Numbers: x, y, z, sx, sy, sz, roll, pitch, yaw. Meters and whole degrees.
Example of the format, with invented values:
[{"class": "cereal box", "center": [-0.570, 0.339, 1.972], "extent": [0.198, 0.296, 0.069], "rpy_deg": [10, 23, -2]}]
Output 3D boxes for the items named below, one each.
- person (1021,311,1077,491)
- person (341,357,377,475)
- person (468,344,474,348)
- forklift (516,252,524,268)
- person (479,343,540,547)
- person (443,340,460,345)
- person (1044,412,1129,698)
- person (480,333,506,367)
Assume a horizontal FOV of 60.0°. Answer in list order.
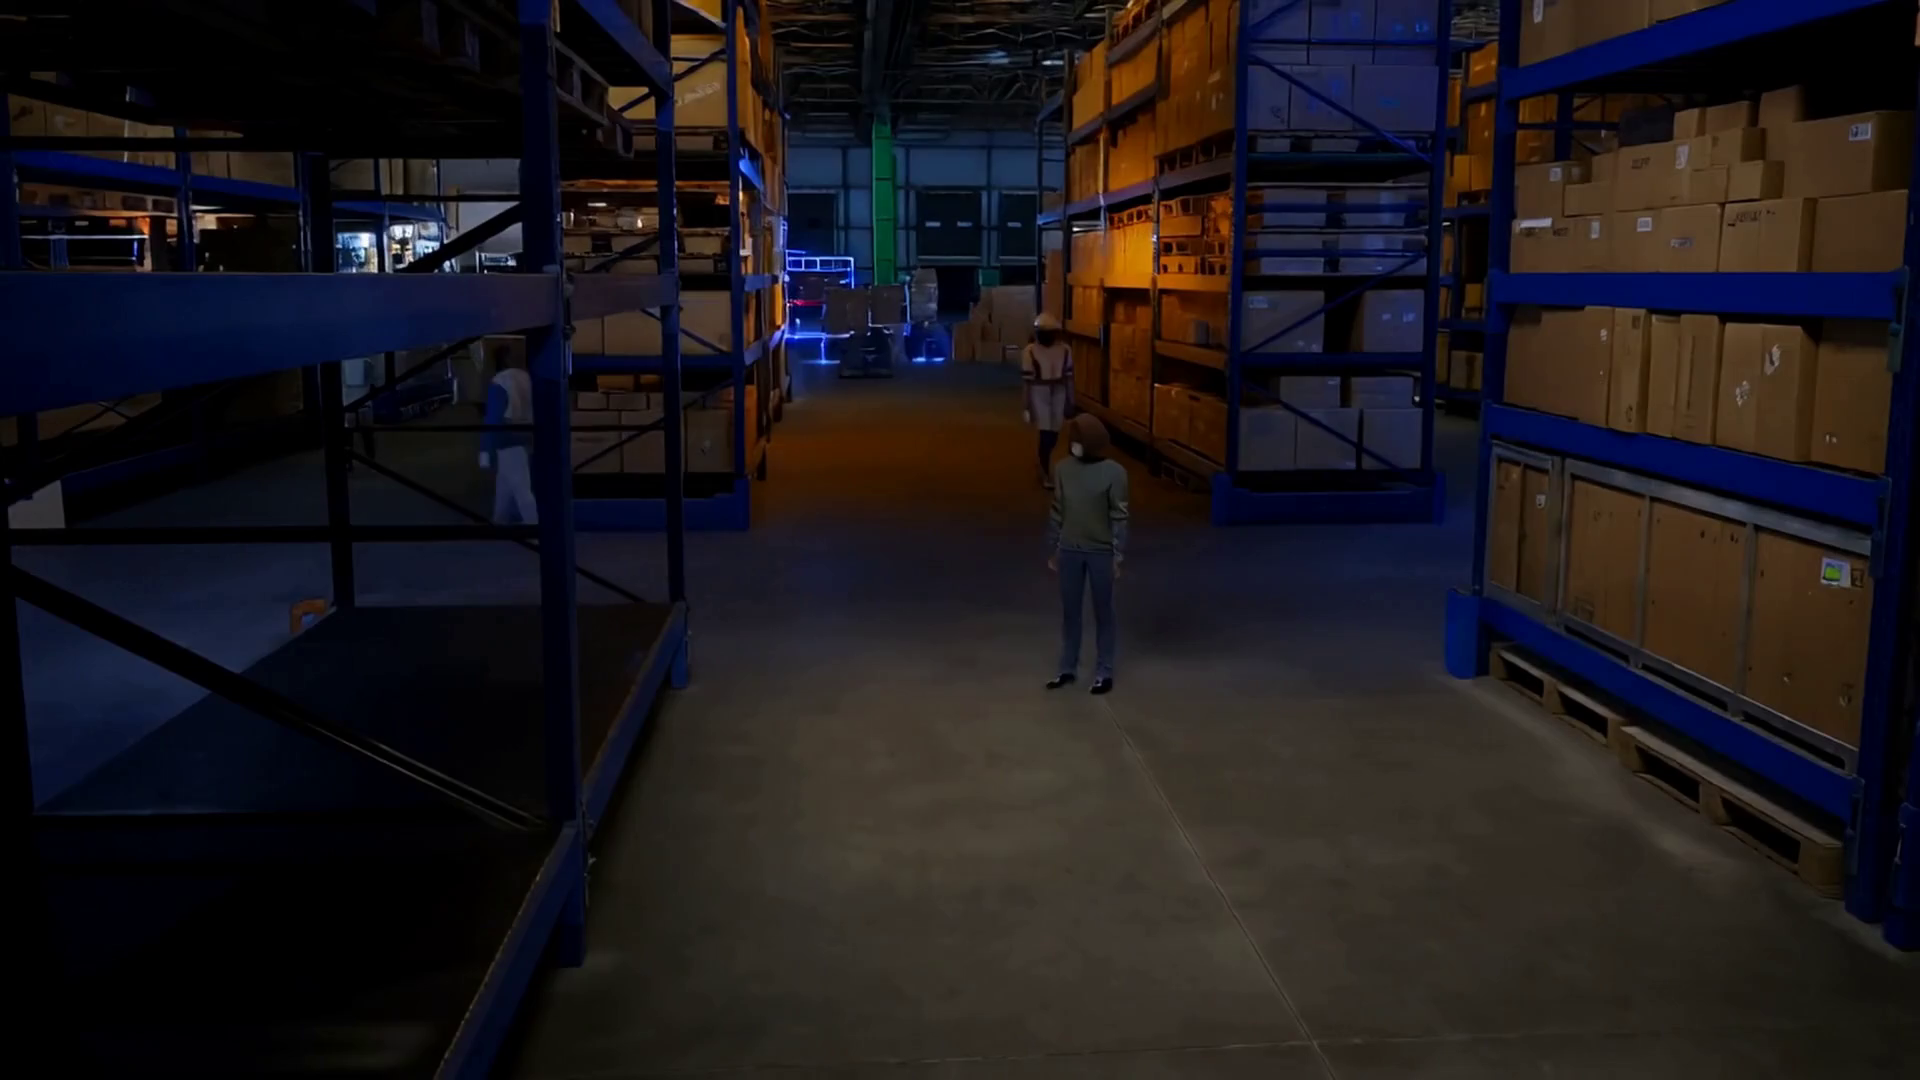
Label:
[{"class": "person", "center": [0.975, -1.584, 18.807], "extent": [0.614, 2.021, 0.901], "rpy_deg": [-3, 9, -17]}, {"class": "person", "center": [-7.293, -1.626, 20.045], "extent": [0.542, 1.695, 0.316], "rpy_deg": [-6, 11, -32]}, {"class": "person", "center": [-16.244, -7.347, 55.315], "extent": [0.607, 1.903, 0.631], "rpy_deg": [4, 10, 23]}, {"class": "forklift", "center": [-7.624, -3.908, 30.670], "extent": [1.129, 2.768, 1.873], "rpy_deg": [-1, 9, -4]}, {"class": "person", "center": [-4.057, -0.838, 14.775], "extent": [0.798, 1.791, 0.711], "rpy_deg": [3, 9, 17]}, {"class": "person", "center": [-17.199, -7.422, 55.789], "extent": [0.814, 1.915, 0.636], "rpy_deg": [-6, 11, -33]}, {"class": "person", "center": [0.724, 0.081, 9.524], "extent": [0.498, 1.633, 0.278], "rpy_deg": [6, 11, 33]}, {"class": "person", "center": [-9.048, -3.552, 32.265], "extent": [0.539, 1.656, 0.835], "rpy_deg": [-6, 11, -34]}]
